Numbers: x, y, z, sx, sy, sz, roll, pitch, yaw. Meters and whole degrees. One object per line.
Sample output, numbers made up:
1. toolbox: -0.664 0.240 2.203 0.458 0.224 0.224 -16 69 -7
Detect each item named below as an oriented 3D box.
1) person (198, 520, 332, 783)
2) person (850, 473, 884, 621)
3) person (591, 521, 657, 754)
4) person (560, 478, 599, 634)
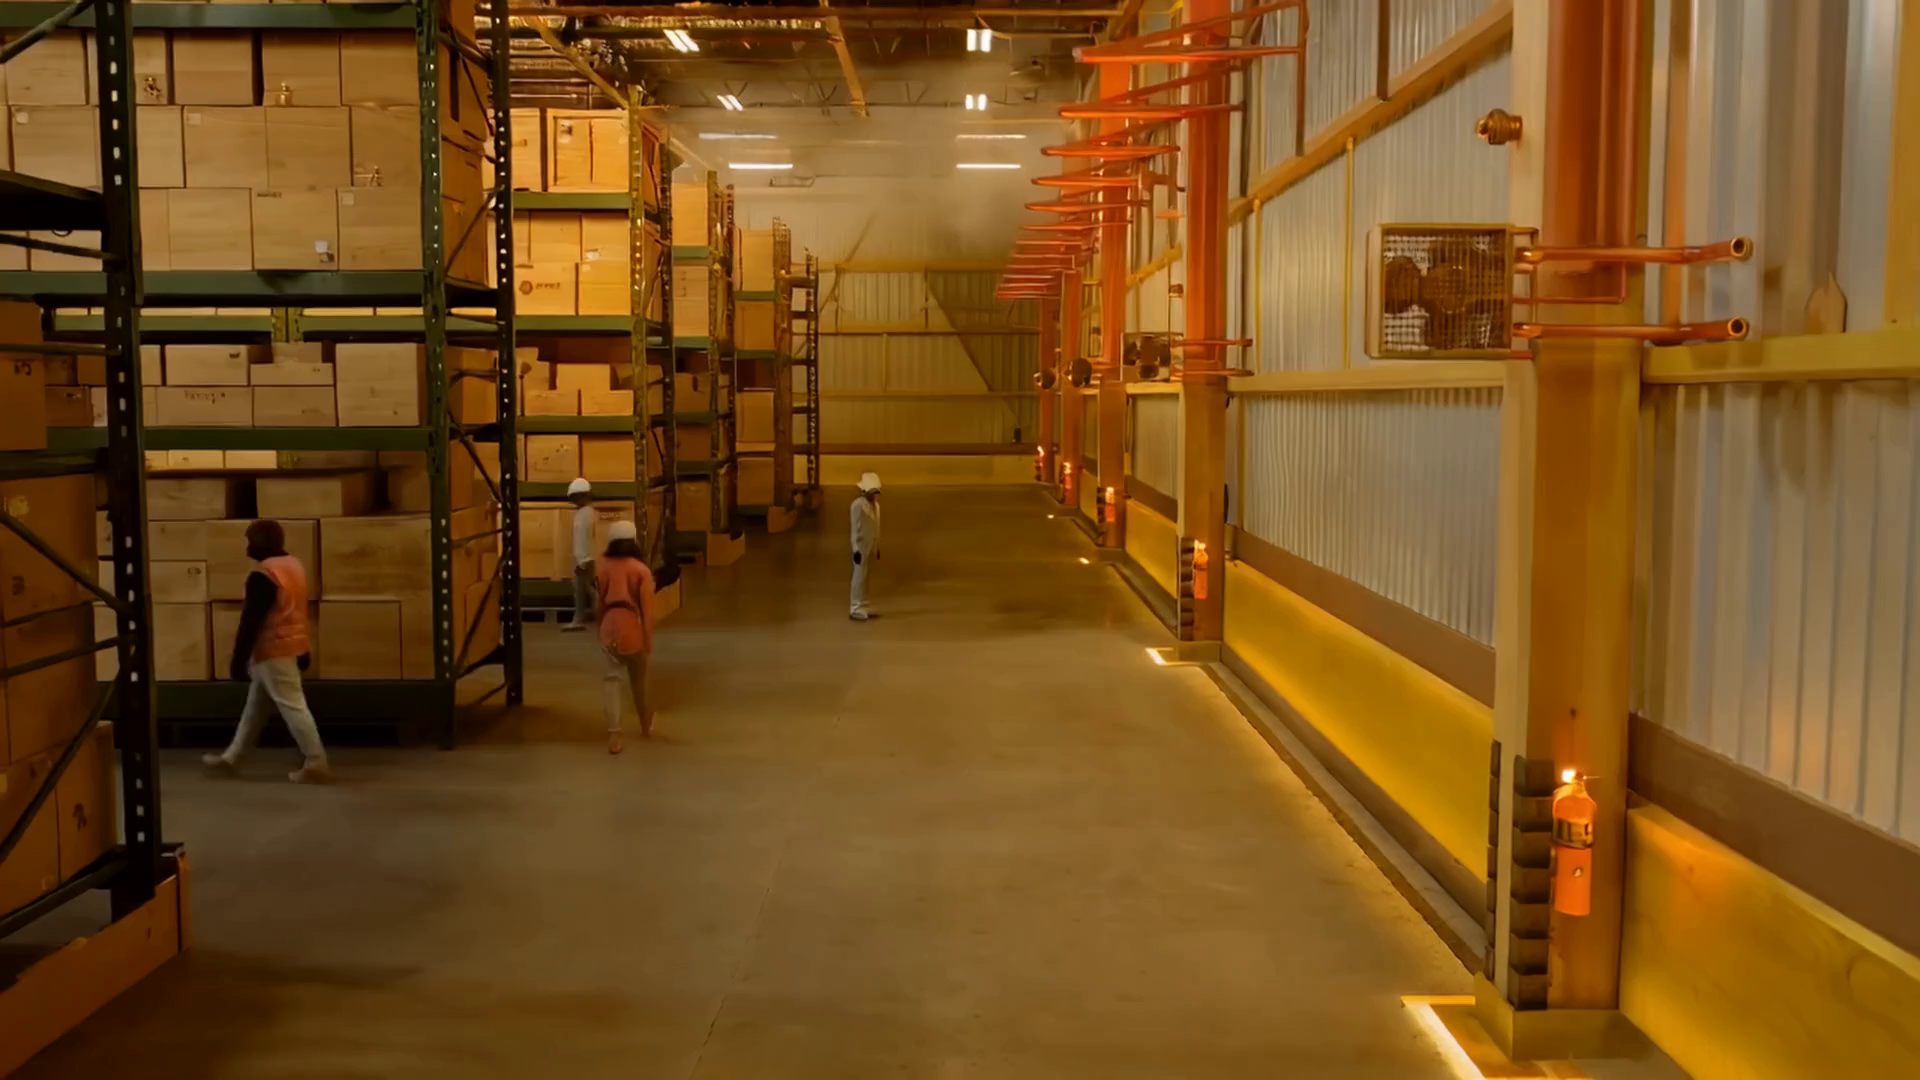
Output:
1. person: -4.718 0.764 11.283 0.948 1.789 0.652 0 5 -1
2. person: -1.071 0.080 19.537 0.352 1.742 0.566 3 6 27
3. person: -2.513 0.704 12.490 0.490 1.687 0.923 0 5 2
4. person: -4.053 0.183 18.326 0.674 1.739 0.526 -1 5 -9
